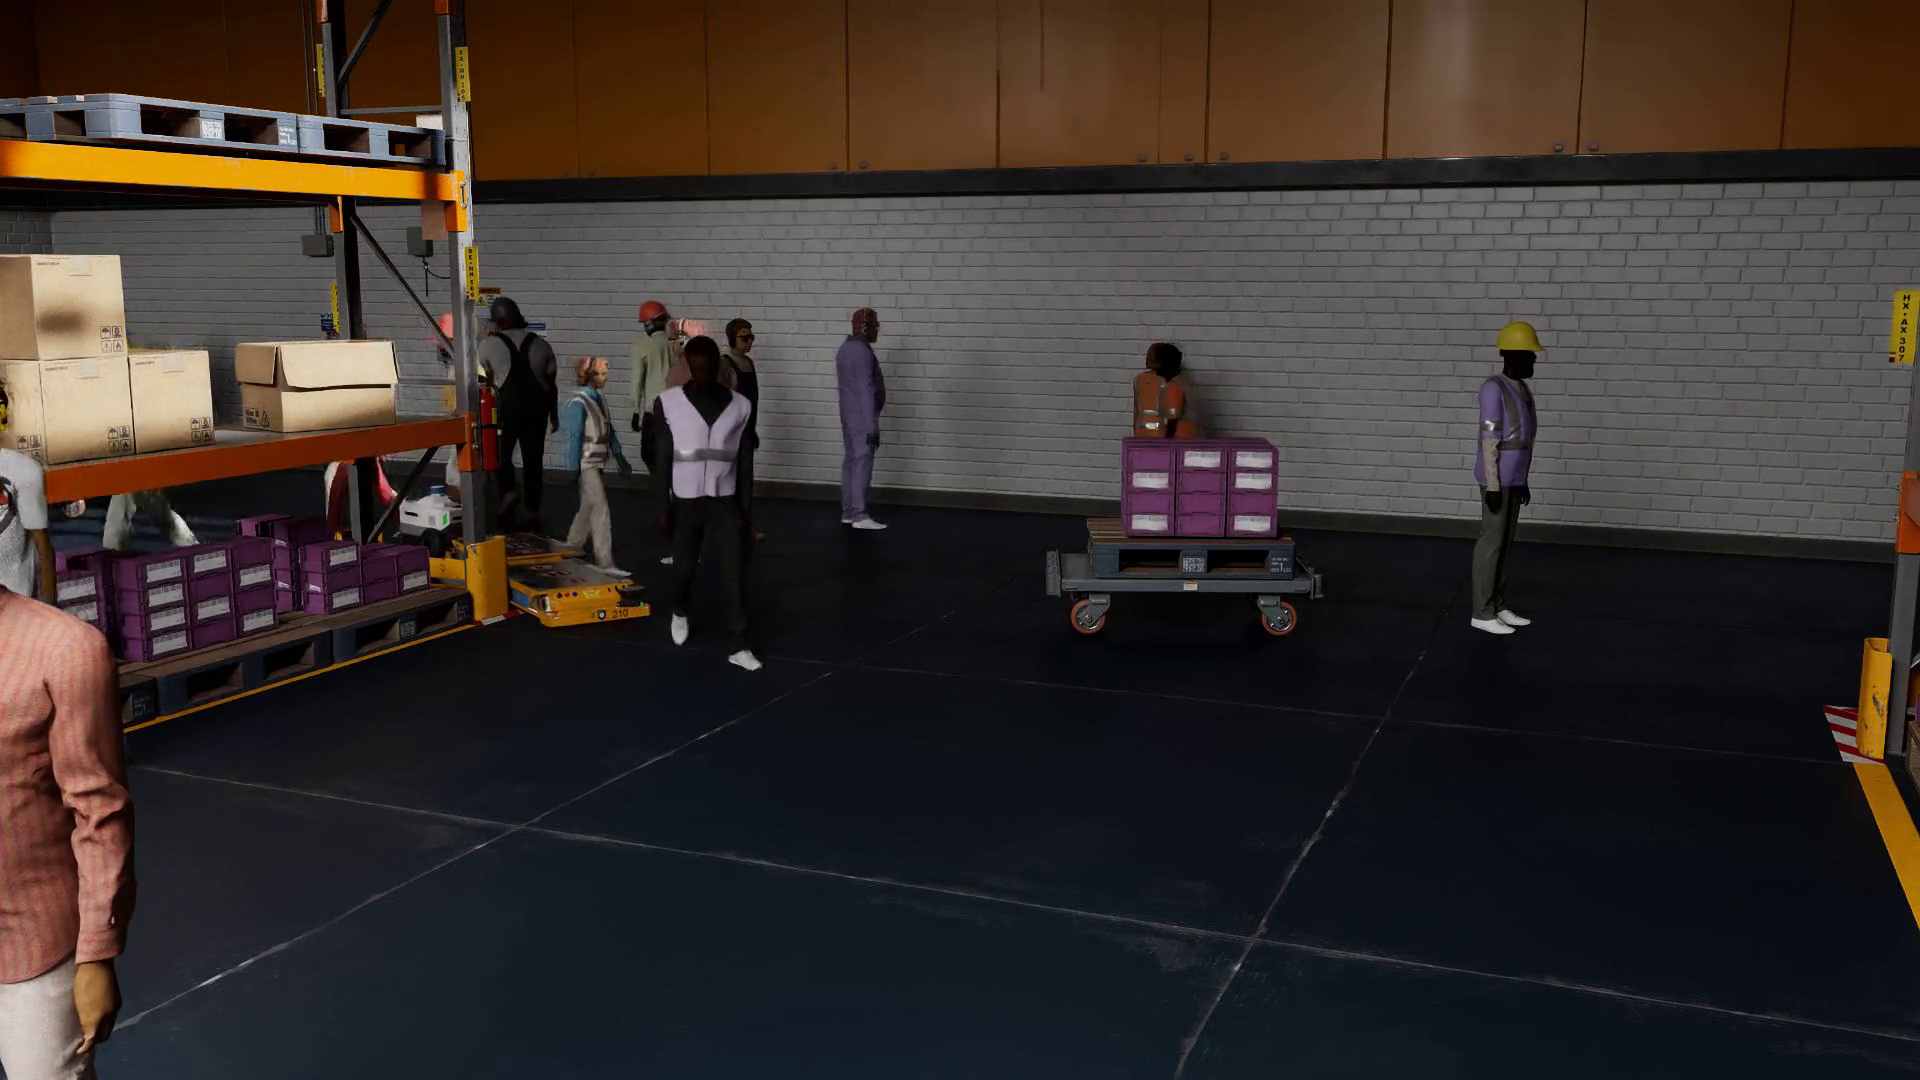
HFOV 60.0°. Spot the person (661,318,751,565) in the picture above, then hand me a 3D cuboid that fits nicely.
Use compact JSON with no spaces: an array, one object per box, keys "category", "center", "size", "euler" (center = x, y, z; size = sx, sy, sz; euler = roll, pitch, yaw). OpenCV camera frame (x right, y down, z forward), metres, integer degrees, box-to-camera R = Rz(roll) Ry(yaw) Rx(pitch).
[{"category":"person","center":[-1.952,-0.721,12.510],"size":[0.608,1.882,0.655],"euler":[4,10,25]}]

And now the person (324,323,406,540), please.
[{"category":"person","center":[-4.937,-0.881,13.659],"size":[0.934,1.819,0.522],"euler":[-4,10,-22]}]

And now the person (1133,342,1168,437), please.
[{"category":"person","center":[1.645,-0.840,13.979],"size":[0.311,1.633,0.519],"euler":[-8,12,-40]}]

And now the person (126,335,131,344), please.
[{"category":"person","center":[-8.770,-1.501,17.109],"size":[0.669,1.918,0.418],"euler":[3,10,16]}]

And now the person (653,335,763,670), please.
[{"category":"person","center":[-1.469,-0.235,9.531],"size":[0.606,1.885,0.843],"euler":[-5,10,-25]}]

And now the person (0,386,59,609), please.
[{"category":"person","center":[-3.891,0.235,6.821],"size":[0.522,1.847,0.818],"euler":[4,10,20]}]

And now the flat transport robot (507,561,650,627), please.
[{"category":"flat transport robot","center":[-2.635,0.328,11.003],"size":[0.652,0.197,1.431],"euler":[-6,11,-33]}]

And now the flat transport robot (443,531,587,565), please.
[{"category":"flat transport robot","center":[-3.285,0.122,12.254],"size":[0.652,0.197,1.431],"euler":[-6,11,-33]}]

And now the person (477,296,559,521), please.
[{"category":"person","center":[-3.883,-1.158,14.661],"size":[0.705,2.000,0.694],"euler":[-5,10,-27]}]

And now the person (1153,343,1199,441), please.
[{"category":"person","center":[1.769,-0.781,13.565],"size":[0.856,1.643,0.532],"euler":[0,9,-2]}]

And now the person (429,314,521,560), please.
[{"category":"person","center":[-3.648,-0.736,12.492],"size":[0.588,1.920,0.543],"euler":[-7,12,-38]}]

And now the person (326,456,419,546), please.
[{"category":"person","center":[-4.700,-0.700,12.930],"size":[0.934,1.693,0.547],"euler":[-3,10,-18]}]

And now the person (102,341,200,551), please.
[{"category":"person","center":[-5.715,-0.528,11.630],"size":[0.926,1.791,0.608],"euler":[-5,11,-28]}]

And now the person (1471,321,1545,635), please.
[{"category":"person","center":[3.404,-0.390,10.341],"size":[0.371,1.929,0.585],"euler":[7,12,36]}]

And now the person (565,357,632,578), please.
[{"category":"person","center":[-2.712,-0.530,12.157],"size":[0.573,1.616,0.534],"euler":[1,9,4]}]

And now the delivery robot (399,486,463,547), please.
[{"category":"delivery robot","center":[-4.052,-0.179,12.936],"size":[0.707,0.478,0.477],"euler":[8,12,42]}]

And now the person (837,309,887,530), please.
[{"category":"person","center":[-0.837,-1.041,14.400],"size":[0.397,1.896,0.690],"euler":[-3,10,-19]}]

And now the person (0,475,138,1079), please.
[{"category":"person","center":[-1.875,0.760,3.175],"size":[0.612,1.995,0.382],"euler":[1,9,7]}]

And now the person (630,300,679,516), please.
[{"category":"person","center":[-2.638,-1.172,14.990],"size":[0.656,1.962,0.665],"euler":[-6,11,-33]}]

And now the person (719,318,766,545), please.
[{"category":"person","center":[-1.802,-0.878,13.553],"size":[0.329,1.844,0.517],"euler":[4,10,22]}]
